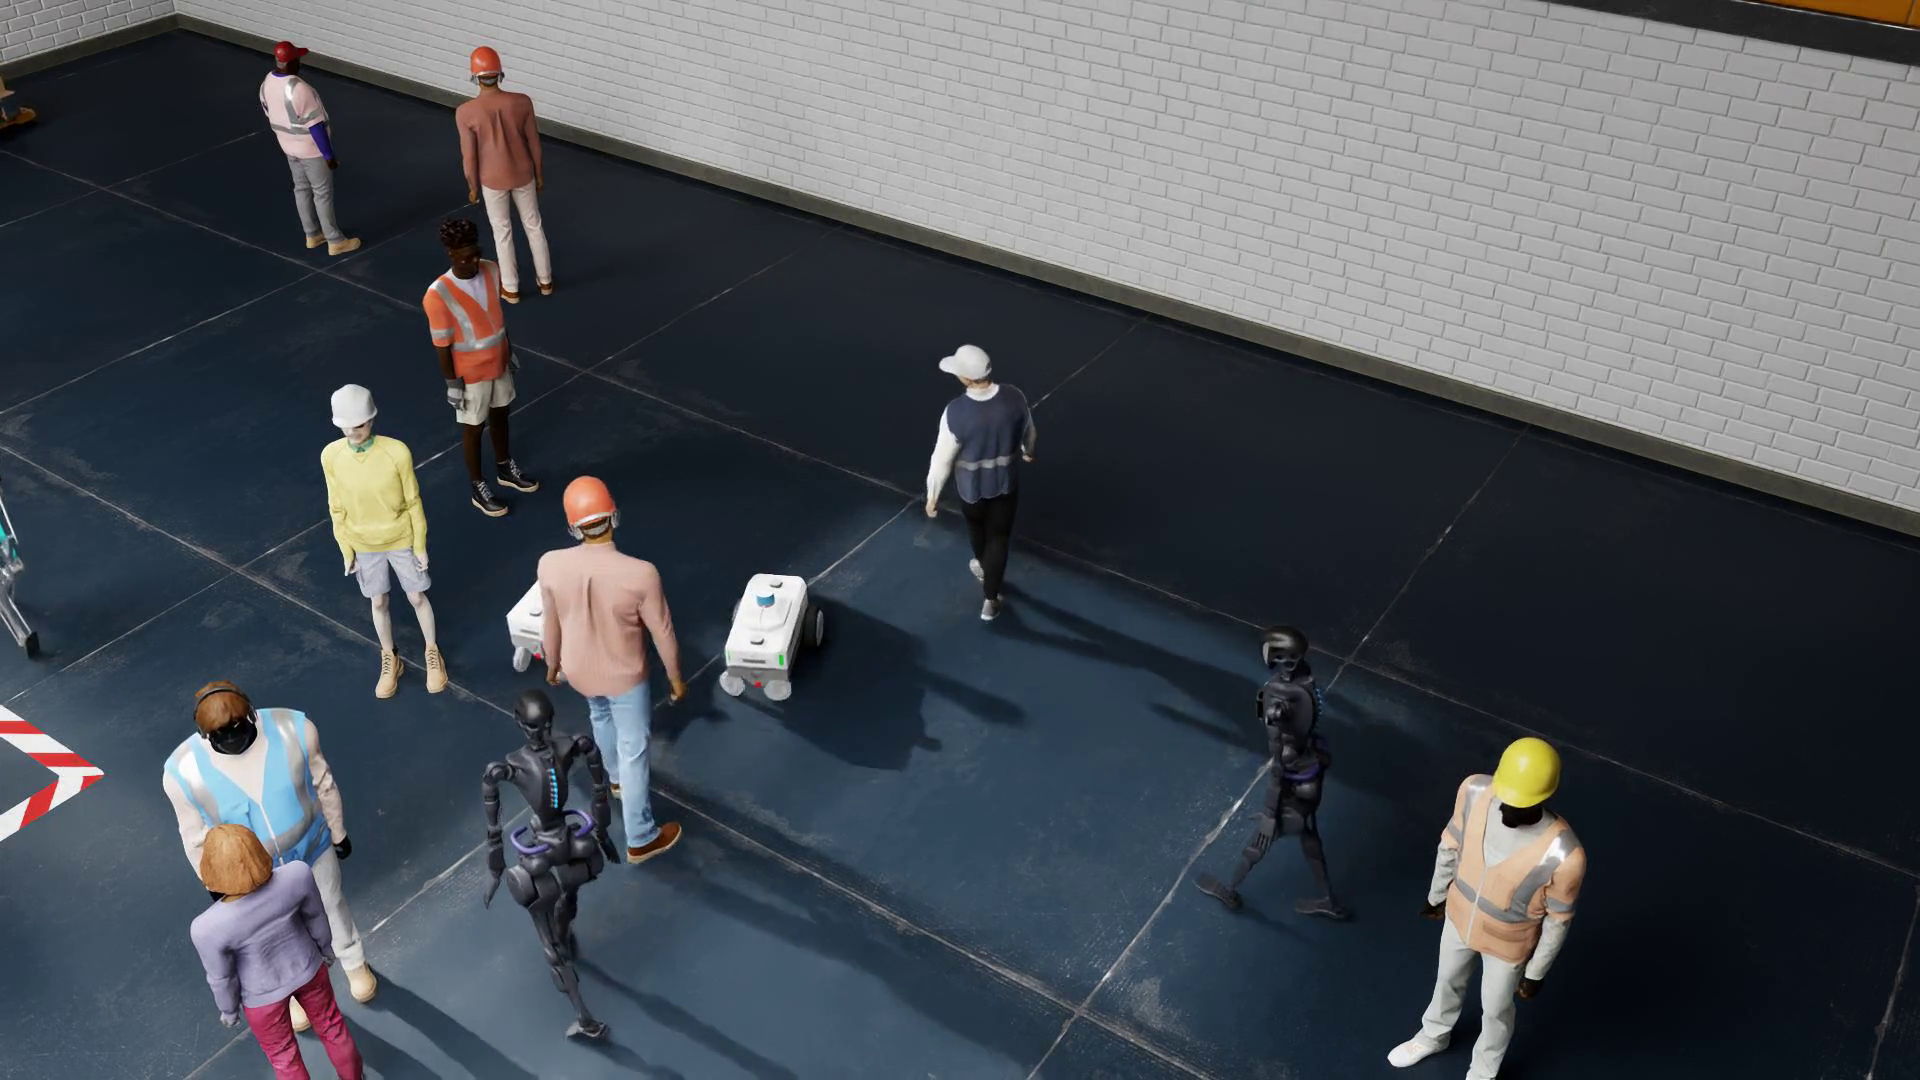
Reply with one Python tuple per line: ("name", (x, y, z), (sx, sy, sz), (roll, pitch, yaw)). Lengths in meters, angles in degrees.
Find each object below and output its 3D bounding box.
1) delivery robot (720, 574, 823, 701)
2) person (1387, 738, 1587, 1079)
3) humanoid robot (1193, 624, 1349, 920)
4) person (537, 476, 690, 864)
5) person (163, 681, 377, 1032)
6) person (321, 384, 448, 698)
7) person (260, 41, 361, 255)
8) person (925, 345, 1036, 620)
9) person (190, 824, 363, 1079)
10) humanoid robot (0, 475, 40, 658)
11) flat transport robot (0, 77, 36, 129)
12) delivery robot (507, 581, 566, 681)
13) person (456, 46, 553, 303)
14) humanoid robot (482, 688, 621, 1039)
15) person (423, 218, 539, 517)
("delivery robot", (-1.074, 0.509, 9.291), (0.518, 0.601, 0.772), (3, 35, 5))
("person", (2.105, 1.532, 6.628), (0.364, 1.926, 0.592), (-23, 41, -29))
("humanoid robot", (1.480, 1.086, 7.510), (0.726, 1.622, 0.610), (14, 37, 19))
("person", (-1.650, 0.589, 7.969), (0.712, 1.945, 0.837), (8, 36, 11))
("person", (-2.894, 1.320, 7.017), (0.627, 1.838, 0.430), (-20, 40, -26))
("person", (-3.067, 0.003, 8.845), (0.472, 1.895, 0.385), (-5, 35, -7))
("person", (-5.299, -3.186, 13.522), (0.627, 1.751, 0.420), (21, 40, 27))
("person", (0.135, -0.356, 9.506), (0.719, 1.712, 0.659), (-6, 35, -8))
("person", (-2.695, 1.741, 6.583), (0.285, 1.633, 0.496), (27, 43, 33))
("humanoid robot", (-5.484, -0.159, 9.243), (0.911, 1.799, 0.547), (27, 43, 33))
("flat transport robot", (-9.663, -3.922, 15.869), (0.659, 0.231, 1.431), (14, 37, 19))
("delivery robot", (-2.245, 0.380, 9.487), (0.499, 0.613, 0.797), (11, 36, 15))
("person", (-3.481, -2.782, 12.736), (0.609, 1.995, 0.382), (-17, 39, -23))
("humanoid robot", (-1.734, 1.380, 7.119), (0.621, 1.640, 0.770), (-24, 41, -30))
("person", (-2.977, -1.087, 10.341), (0.362, 1.960, 0.611), (17, 38, 22))
